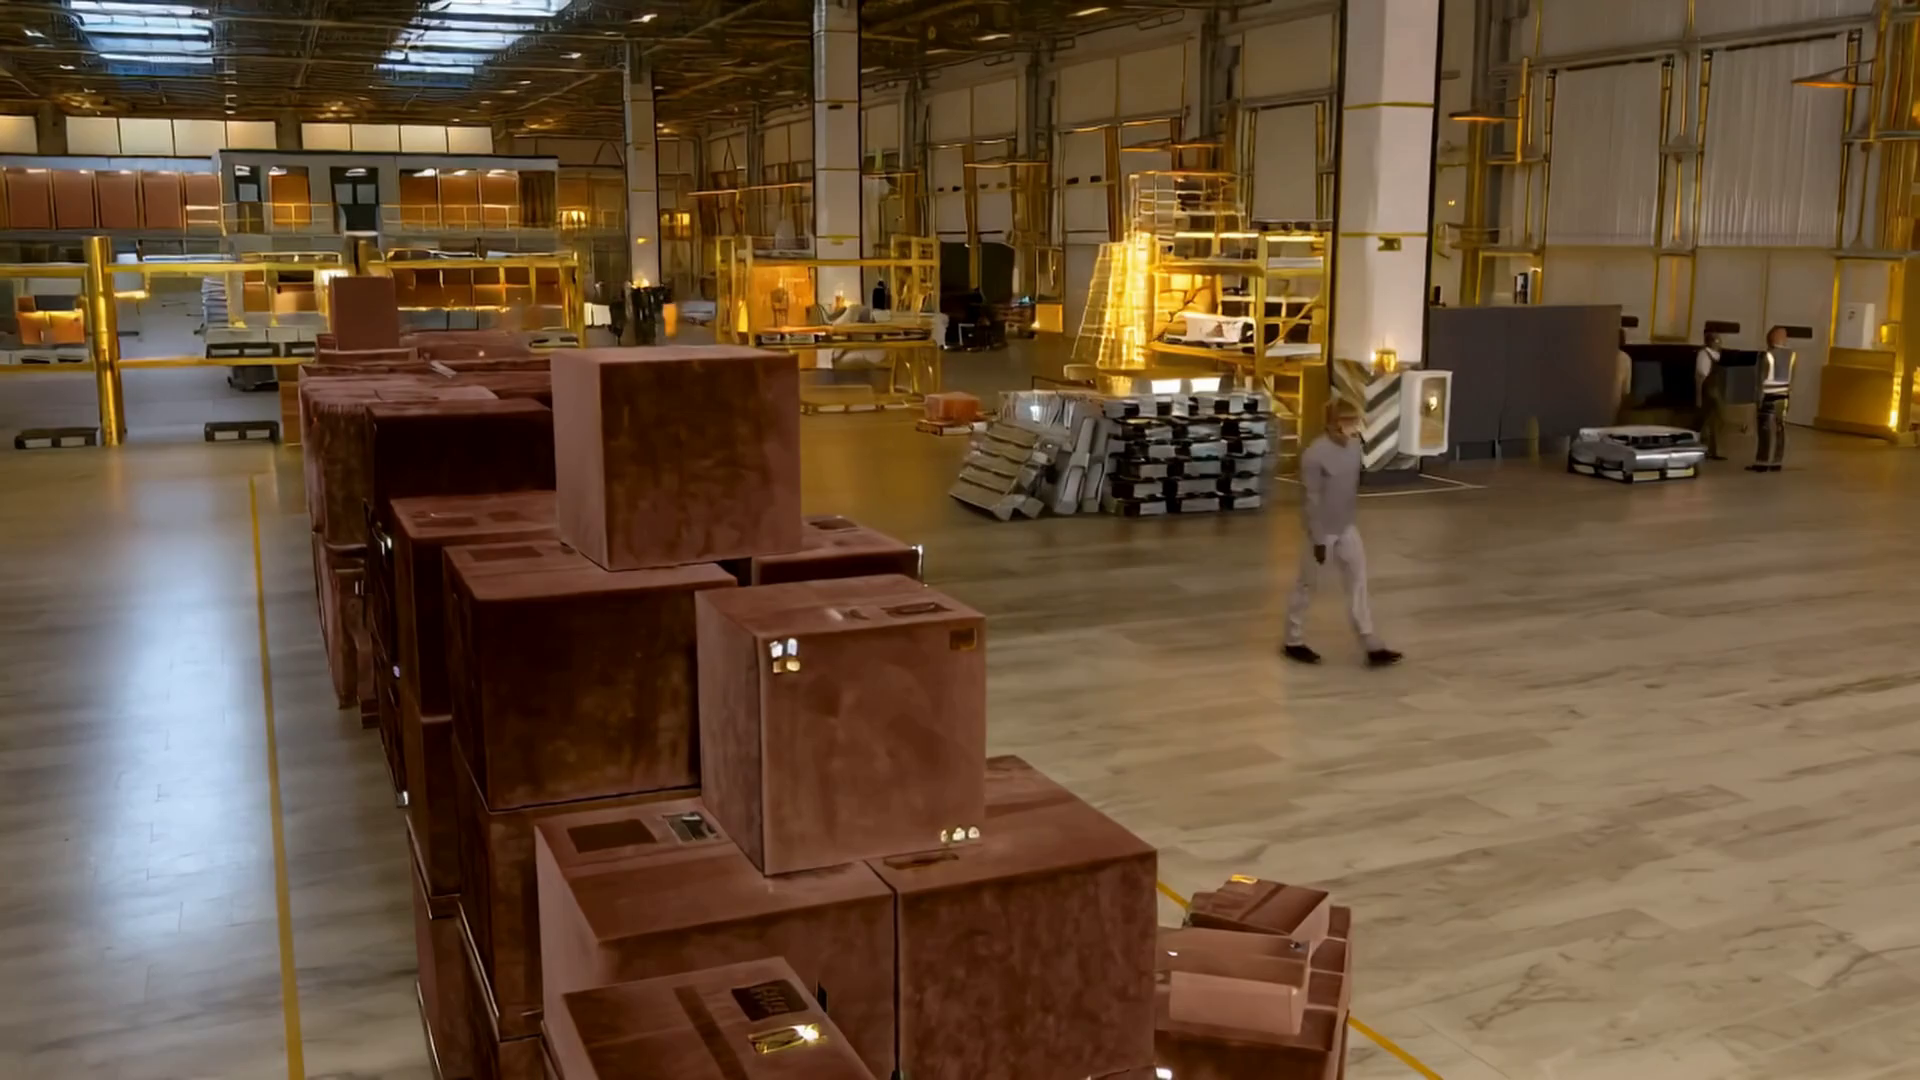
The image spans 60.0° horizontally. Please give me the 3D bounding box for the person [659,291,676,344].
[{"bbox_3d":[-6.561,-4.619,37.043,0.900,1.822,0.574,6,12,31],"label":"person"}]

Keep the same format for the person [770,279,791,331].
[{"bbox_3d":[-5.135,-6.510,47.433,0.626,1.844,0.429,3,11,16],"label":"person"}]

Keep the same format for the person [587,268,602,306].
[{"bbox_3d":[-13.274,-8.871,60.229,0.547,1.917,0.582,8,13,38],"label":"person"}]

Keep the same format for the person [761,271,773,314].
[{"bbox_3d":[-7.699,-9.898,66.511,0.550,1.683,0.366,-8,13,-39],"label":"person"}]

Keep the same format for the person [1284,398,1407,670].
[{"bbox_3d":[2.663,-0.021,11.516,0.646,1.890,1.003,-8,13,-37],"label":"person"}]

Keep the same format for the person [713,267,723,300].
[{"bbox_3d":[-11.894,-12.792,81.751,0.377,1.950,0.612,7,12,32],"label":"person"}]

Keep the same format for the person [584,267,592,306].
[{"bbox_3d":[-14.742,-9.948,66.381,0.634,1.839,0.429,5,12,28],"label":"person"}]

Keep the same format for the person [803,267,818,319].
[{"bbox_3d":[-5.465,-9.103,61.404,0.913,1.949,0.605,1,10,4],"label":"person"}]

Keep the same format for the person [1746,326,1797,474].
[{"bbox_3d":[10.384,-1.786,21.276,0.584,1.884,0.349,-3,11,-18],"label":"person"}]

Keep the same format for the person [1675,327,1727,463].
[{"bbox_3d":[10.018,-1.966,22.442,0.516,1.824,0.711,-8,13,-39],"label":"person"}]

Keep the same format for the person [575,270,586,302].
[{"bbox_3d":[-15.381,-10.094,67.395,0.310,1.769,0.522,7,13,35],"label":"person"}]

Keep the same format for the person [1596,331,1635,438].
[{"bbox_3d":[9.161,-2.068,23.256,0.507,1.718,0.363,-5,11,-26],"label":"person"}]

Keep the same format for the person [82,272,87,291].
[{"bbox_3d":[-27.740,-7.567,52.841,1.014,2.006,0.608,4,11,23],"label":"person"}]

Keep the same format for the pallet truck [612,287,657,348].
[{"bbox_3d":[-6.464,-4.406,35.401,0.823,1.965,1.885,6,12,32],"label":"pallet truck"}]
